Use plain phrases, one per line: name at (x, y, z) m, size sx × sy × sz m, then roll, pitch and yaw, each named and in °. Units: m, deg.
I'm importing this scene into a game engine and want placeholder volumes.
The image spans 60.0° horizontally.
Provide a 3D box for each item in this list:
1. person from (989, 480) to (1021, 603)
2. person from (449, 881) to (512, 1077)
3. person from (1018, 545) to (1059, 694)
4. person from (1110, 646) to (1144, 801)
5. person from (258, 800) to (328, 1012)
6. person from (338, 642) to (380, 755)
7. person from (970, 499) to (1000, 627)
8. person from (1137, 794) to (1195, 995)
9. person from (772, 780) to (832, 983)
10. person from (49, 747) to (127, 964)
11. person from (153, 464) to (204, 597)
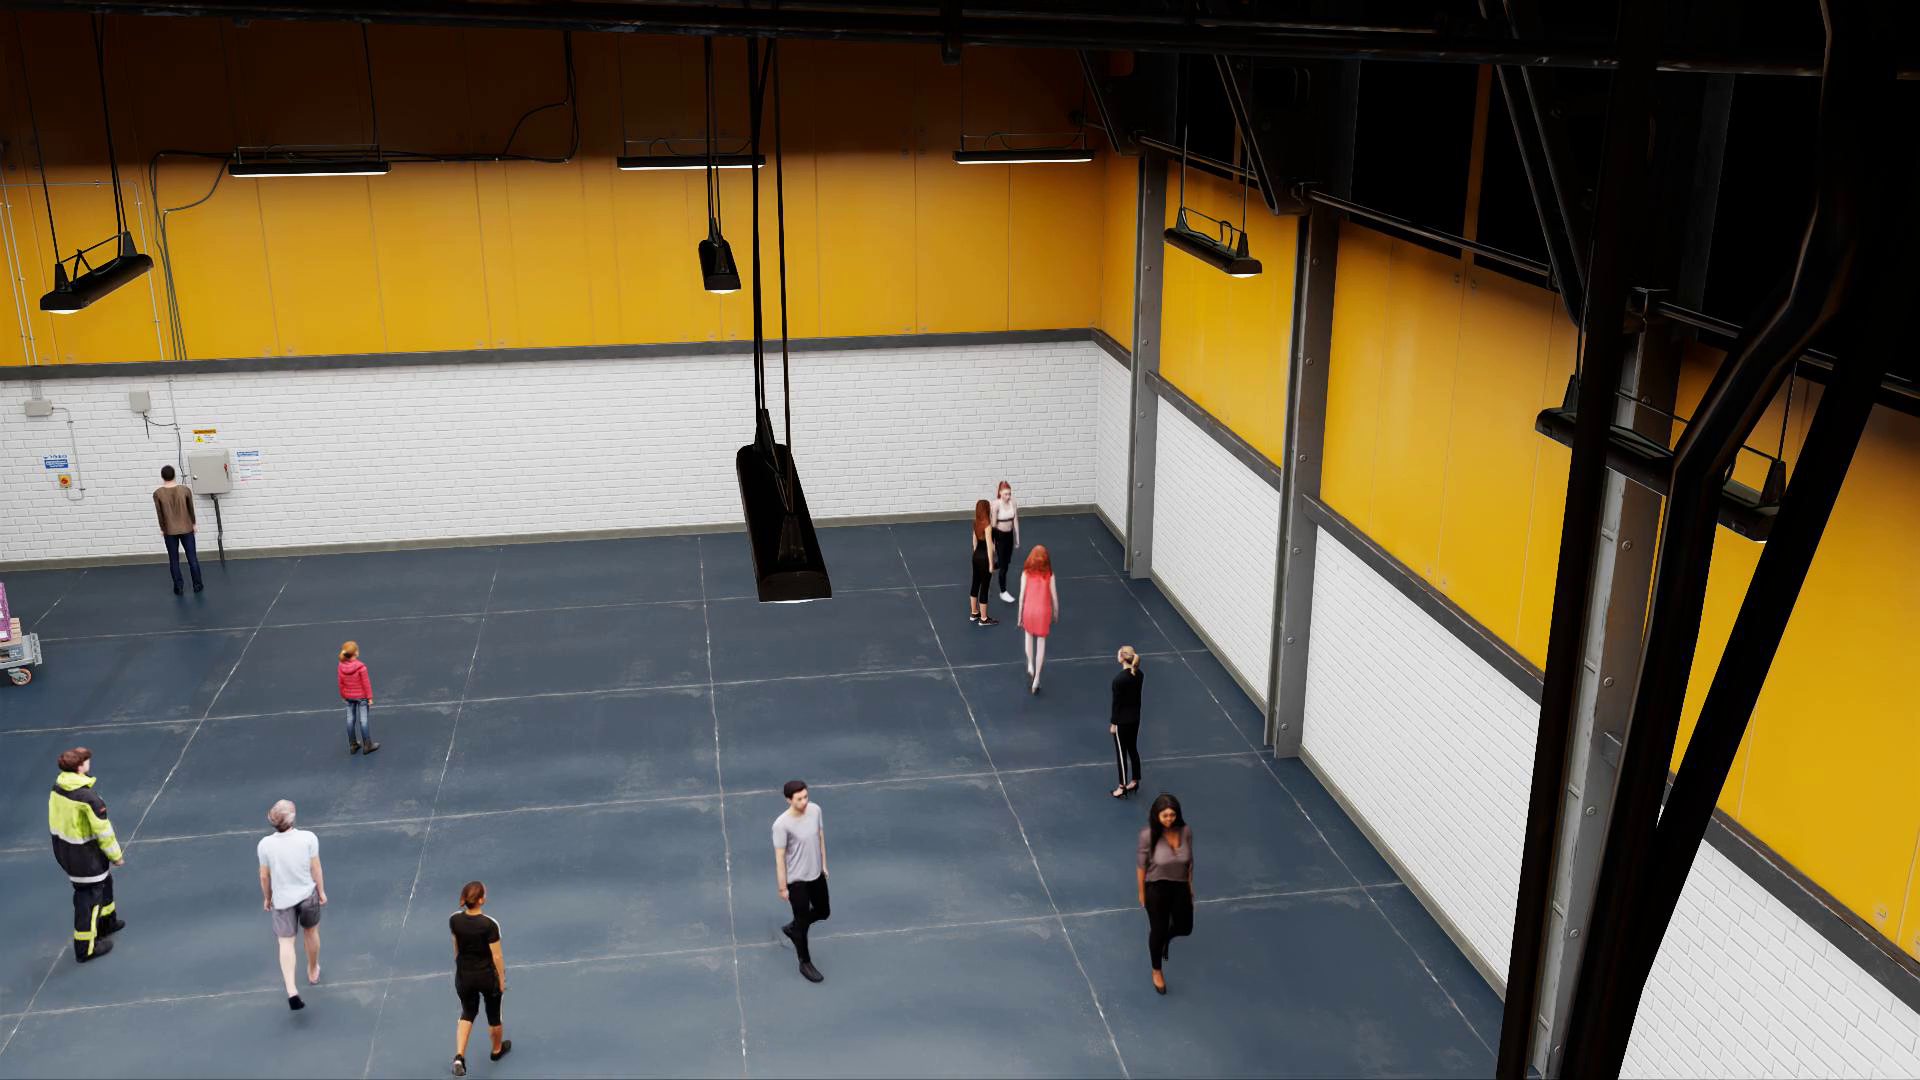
person at (0.558, -0.016, 23.250) m, size 0.879 × 1.734 × 1.031 m, roll -15°, pitch 24°, yaw -37°
person at (-3.819, 3.456, 13.061) m, size 0.796 × 1.659 × 0.981 m, roll 4°, pitch 19°, yaw 12°
person at (0.925, 0.987, 20.179) m, size 0.811 × 1.795 × 1.030 m, roll 3°, pitch 19°, yaw 8°
person at (1.761, 1.923, 17.539) m, size 0.709 × 1.704 × 0.679 m, roll 17°, pitch 25°, yaw 41°
person at (-5.601, 3.066, 13.980) m, size 0.759 × 1.810 × 1.115 m, roll -6°, pitch 20°, yaw -18°
person at (-6.771, 1.762, 18.626) m, size 0.577 × 1.316 × 0.576 m, roll 3°, pitch 19°, yaw 8°
person at (0.297, 0.281, 22.381) m, size 0.683 × 1.726 × 0.551 m, roll -10°, pitch 21°, yaw -27°
person at (1.735, 2.970, 14.239) m, size 0.675 × 1.827 × 0.777 m, roll -4°, pitch 19°, yaw -13°
person at (-1.404, 2.893, 14.424) m, size 1.014 × 1.854 × 0.934 m, roll 17°, pitch 25°, yaw 42°
person at (-7.772, 2.780, 14.591) m, size 0.993 × 1.962 × 1.048 m, roll 11°, pitch 21°, yaw 29°
person at (-11.012, -0.154, 23.420) m, size 0.716 × 1.888 × 0.677 m, roll -9°, pitch 21°, yaw -26°
